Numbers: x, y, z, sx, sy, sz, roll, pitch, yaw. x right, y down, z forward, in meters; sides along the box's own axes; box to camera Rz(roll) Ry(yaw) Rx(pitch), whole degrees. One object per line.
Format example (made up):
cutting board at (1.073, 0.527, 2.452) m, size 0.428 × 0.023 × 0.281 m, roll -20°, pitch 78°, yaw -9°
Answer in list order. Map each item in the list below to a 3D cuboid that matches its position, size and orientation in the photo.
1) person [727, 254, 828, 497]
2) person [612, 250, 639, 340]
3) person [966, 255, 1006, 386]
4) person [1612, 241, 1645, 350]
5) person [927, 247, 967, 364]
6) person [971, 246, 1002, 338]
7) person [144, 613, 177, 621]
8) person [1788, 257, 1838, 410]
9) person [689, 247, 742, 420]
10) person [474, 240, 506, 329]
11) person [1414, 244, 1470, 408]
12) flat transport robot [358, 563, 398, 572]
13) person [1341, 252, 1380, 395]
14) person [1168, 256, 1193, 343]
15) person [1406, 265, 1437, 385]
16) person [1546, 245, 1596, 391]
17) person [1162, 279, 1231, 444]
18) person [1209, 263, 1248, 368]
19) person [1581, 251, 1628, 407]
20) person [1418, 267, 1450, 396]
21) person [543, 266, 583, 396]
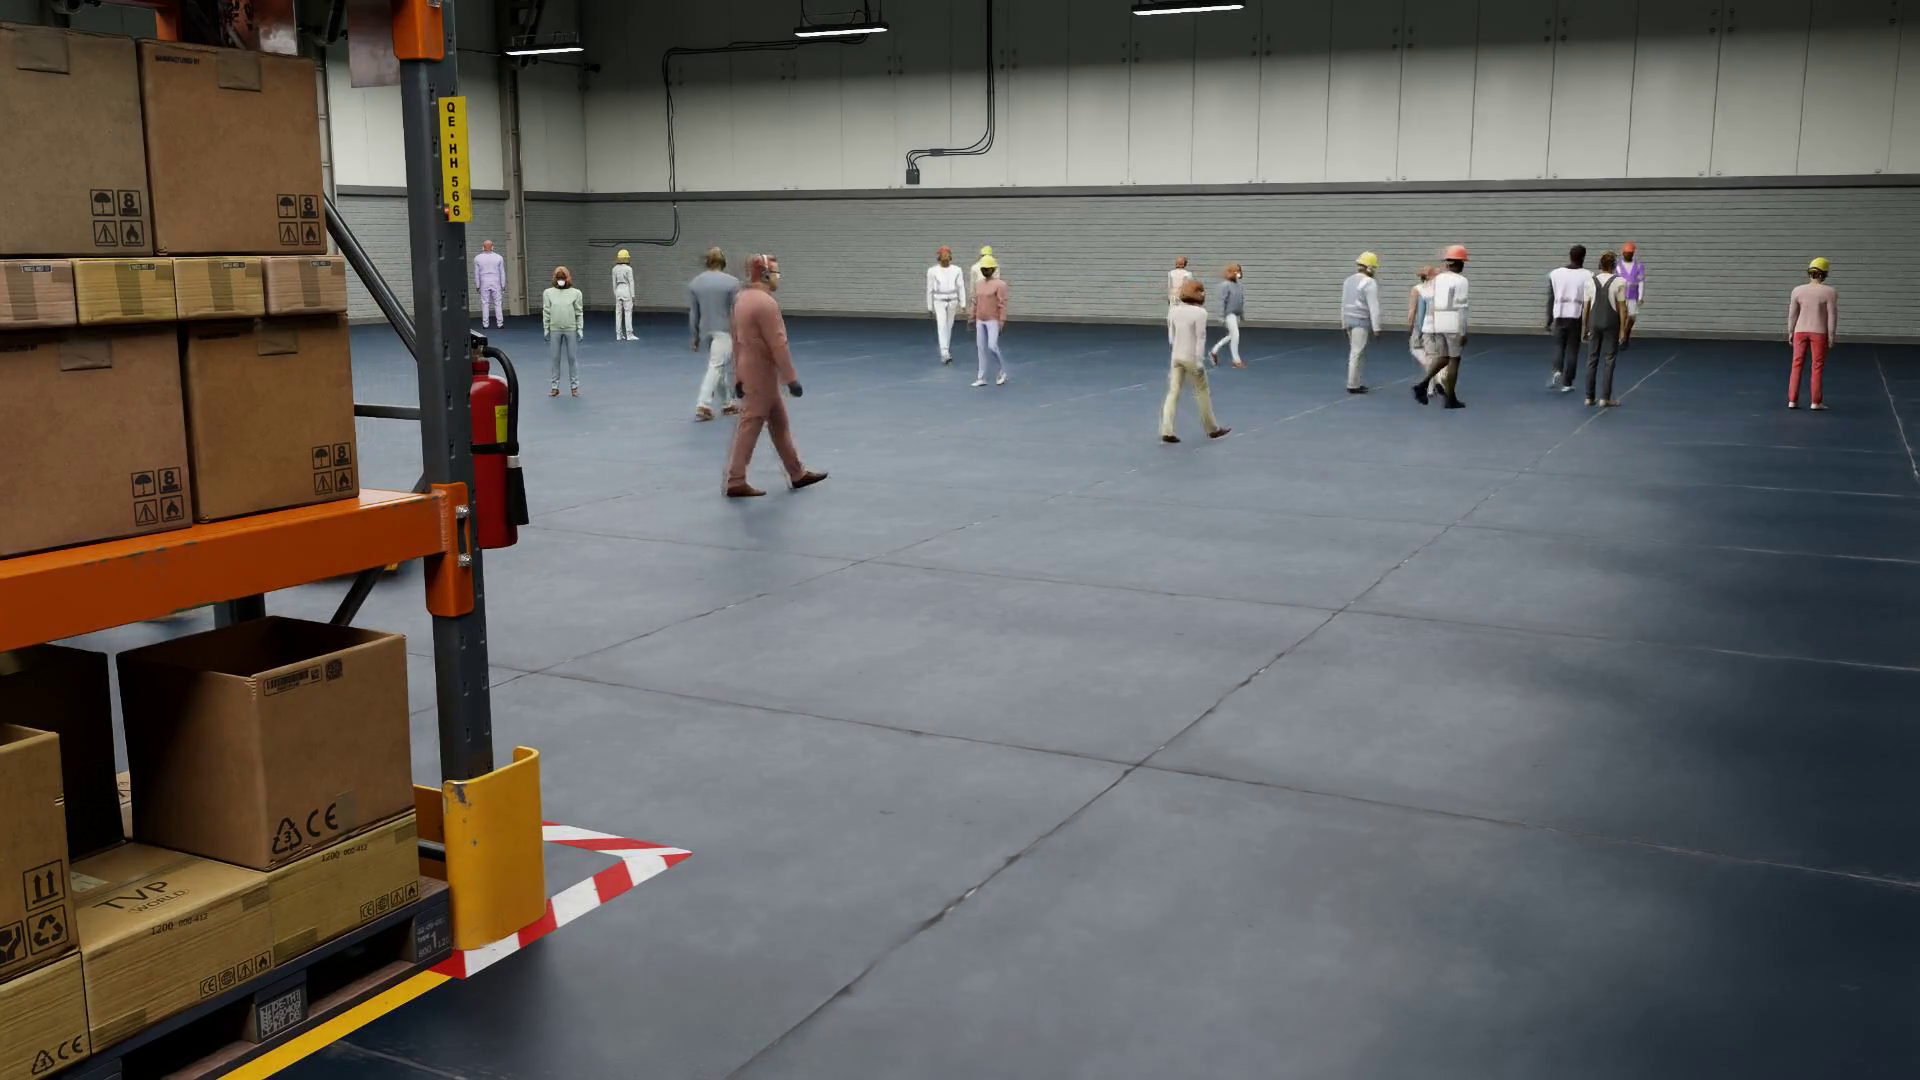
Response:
person at (-1.426, -1.272, 12.966) m, size 0.946 × 1.867 × 0.650 m, roll -4°, pitch 11°, yaw -19°
person at (-6.505, -4.754, 32.281) m, size 0.487 × 1.744 × 0.297 m, roll 5°, pitch 12°, yaw 27°
person at (0.345, -2.934, 22.311) m, size 0.546 × 1.763 × 0.384 m, roll 9°, pitch 14°, yaw 40°
person at (11.837, -4.343, 29.548) m, size 0.556 × 1.926 × 0.632 m, roll 3°, pitch 11°, yaw 14°
person at (-0.213, -3.705, 26.318) m, size 0.578 × 1.832 × 0.989 m, roll -3°, pitch 11°, yaw -17°
person at (0.544, -4.761, 32.160) m, size 0.621 × 1.792 × 0.872 m, roll 3°, pitch 11°, yaw 18°
person at (-4.551, -0.517, 8.642) m, size 1.017 × 1.952 × 0.620 m, roll -2°, pitch 11°, yaw -13°
person at (9.909, -2.391, 19.330) m, size 0.327 × 1.767 × 0.533 m, roll -9°, pitch 14°, yaw -41°
person at (-2.709, -2.281, 18.410) m, size 0.627 × 1.899 × 1.022 m, roll 5°, pitch 12°, yaw 27°
person at (-10.163, -5.521, 36.003) m, size 0.642 × 1.913 × 0.409 m, roll -2°, pitch 11°, yaw -12°
person at (5.670, -2.479, 19.414) m, size 0.571 × 1.920 × 0.561 m, roll -5°, pitch 11°, yaw -24°
flat transport robot at (-3.785, -0.023, 10.497) m, size 0.652 × 0.197 × 1.431 m, roll -1°, pitch 10°, yaw -7°
person at (5.105, -2.759, 21.200) m, size 0.417 × 1.824 × 0.602 m, roll -4°, pitch 11°, yaw -20°
person at (4.116, -4.488, 31.142) m, size 0.509 × 1.629 × 0.316 m, roll 6°, pitch 12°, yaw 31°
person at (6.234, -2.841, 22.155) m, size 0.582 × 1.620 × 0.459 m, roll -4°, pitch 11°, yaw -21°
person at (7.944, -2.879, 21.629) m, size 0.623 × 1.899 × 0.447 m, roll 7°, pitch 13°, yaw 35°
person at (2.298, -1.743, 16.261) m, size 0.829 × 1.593 × 0.522 m, roll -8°, pitch 13°, yaw -36°
person at (4.139, -3.455, 25.557) m, size 0.714 × 1.605 × 0.507 m, roll 9°, pitch 14°, yaw 42°
person at (7.605, -2.479, 19.669) m, size 0.528 × 1.842 × 0.378 m, roll 7°, pitch 13°, yaw 35°
person at (6.008, -2.609, 20.916) m, size 0.516 × 1.626 × 0.368 m, roll 5°, pitch 11°, yaw 25°
person at (-4.996, -2.622, 20.955) m, size 0.498 × 1.632 × 0.285 m, roll -1°, pitch 10°, yaw -7°
